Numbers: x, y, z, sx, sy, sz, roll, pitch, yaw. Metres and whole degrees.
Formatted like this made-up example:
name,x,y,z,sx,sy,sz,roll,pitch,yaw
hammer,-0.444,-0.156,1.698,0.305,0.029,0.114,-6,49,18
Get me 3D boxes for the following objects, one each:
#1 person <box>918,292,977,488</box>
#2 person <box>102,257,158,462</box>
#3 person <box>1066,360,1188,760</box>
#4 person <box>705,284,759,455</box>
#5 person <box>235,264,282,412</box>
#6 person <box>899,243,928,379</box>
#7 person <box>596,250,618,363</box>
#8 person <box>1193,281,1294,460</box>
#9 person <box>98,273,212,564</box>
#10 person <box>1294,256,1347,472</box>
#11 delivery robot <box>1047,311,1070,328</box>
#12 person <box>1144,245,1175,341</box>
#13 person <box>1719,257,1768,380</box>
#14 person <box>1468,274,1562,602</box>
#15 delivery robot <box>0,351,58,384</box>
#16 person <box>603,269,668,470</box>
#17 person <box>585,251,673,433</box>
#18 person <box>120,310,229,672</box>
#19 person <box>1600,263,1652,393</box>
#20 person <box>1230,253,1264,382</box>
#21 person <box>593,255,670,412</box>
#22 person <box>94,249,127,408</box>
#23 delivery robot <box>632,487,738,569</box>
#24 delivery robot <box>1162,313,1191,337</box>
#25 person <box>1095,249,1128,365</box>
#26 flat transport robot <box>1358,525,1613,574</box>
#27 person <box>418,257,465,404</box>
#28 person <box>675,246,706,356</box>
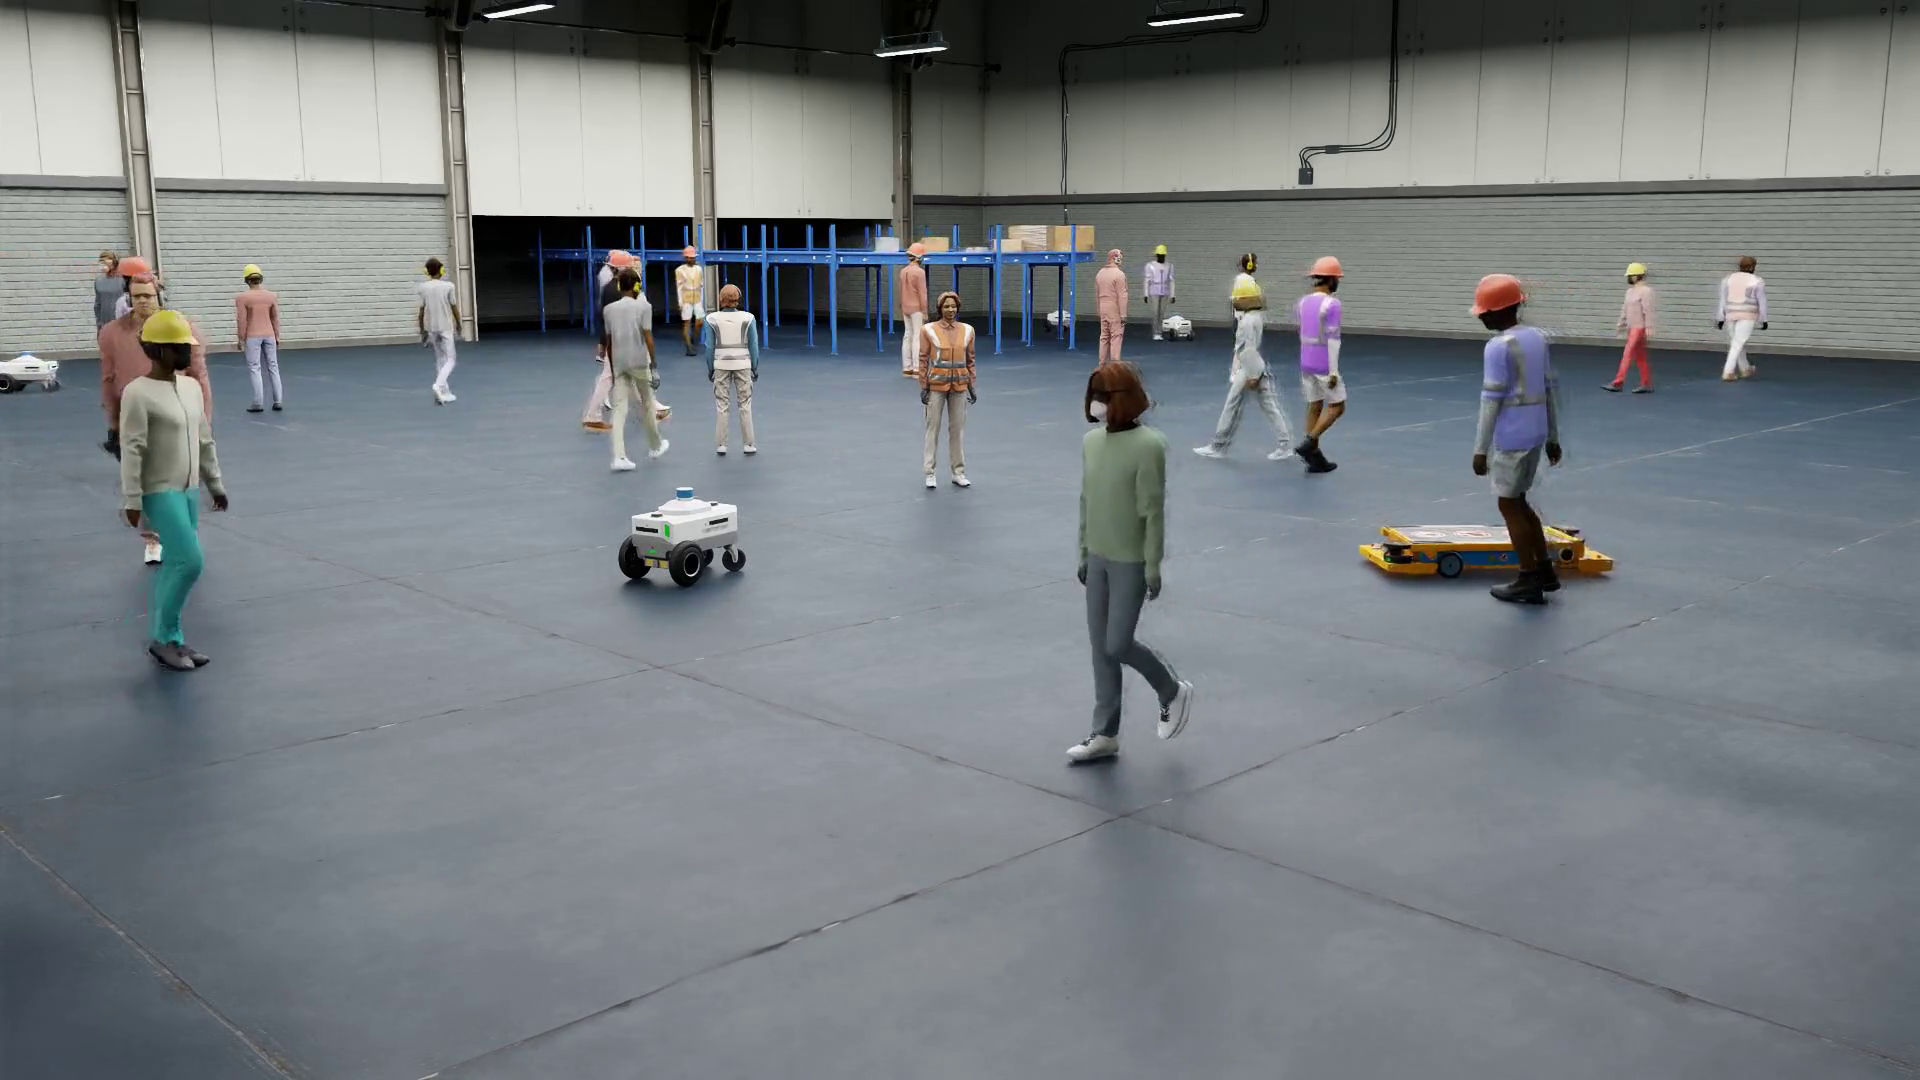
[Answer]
name,x,y,z,sx,sy,sz,roll,pitch,yaw
person,-0.109,-1.264,14.022,0.521,1.639,0.310,-4,11,-20
person,-7.430,-1.577,14.971,0.525,1.921,0.543,-8,13,-37
person,0.670,0.082,6.711,0.458,1.619,0.523,-6,12,-31
person,-2.198,-1.643,16.082,0.514,1.641,0.307,-1,10,-4
person,-8.467,-2.435,20.059,0.329,1.765,0.533,9,13,39
person,-0.653,-3.411,24.761,0.401,1.990,0.622,-7,13,-34
person,-5.829,-3.894,27.743,0.655,1.866,0.663,3,11,14
person,2.743,-1.598,15.730,0.954,1.682,0.513,4,11,21
person,-5.334,-0.837,11.071,0.653,1.871,0.959,-4,11,-22
person,3.211,-1.563,14.863,0.452,1.921,0.548,-5,12,-27
delivery robot,2.203,-4.836,36.304,0.477,0.478,0.707,-5,11,-26
person,4.034,-4.923,33.230,0.613,1.901,0.777,-2,11,-13
person,11.585,-3.268,24.533,0.973,1.788,0.653,-7,12,-33
person,3.193,-0.587,9.633,0.525,1.890,0.569,10,14,42
delivery robot,-12.692,-2.325,22.621,0.707,0.478,0.477,-2,11,-10
person,-2.969,-1.571,15.266,0.590,1.796,1.002,2,11,12
person,-3.641,-2.147,18.023,1.037,1.933,0.645,-5,12,-26
person,-3.807,-0.232,8.080,0.455,1.752,0.525,1,10,5
person,8.929,-2.822,22.236,0.846,1.725,0.553,-1,10,-4
person,4.201,-3.193,23.973,0.665,1.848,0.521,-1,10,-6
person,-4.002,-2.492,20.077,0.884,1.877,0.651,0,10,-2
person,-10.289,-2.571,20.327,0.635,1.937,0.353,3,11,17
delivery robot,-1.716,-0.085,10.409,0.477,0.478,0.707,6,12,32
delivery robot,4.389,-4.359,33.712,0.477,0.478,0.707,-4,11,-22
person,2.293,-3.361,24.734,0.409,1.904,0.640,-6,12,-32
flat transport robot,3.359,0.052,10.687,1.431,0.197,0.652,-1,10,-3
person,-6.548,-2.640,20.956,0.543,1.845,0.800,2,11,13
person,-4.728,-4.201,29.257,0.547,1.923,0.411,-7,13,-34
